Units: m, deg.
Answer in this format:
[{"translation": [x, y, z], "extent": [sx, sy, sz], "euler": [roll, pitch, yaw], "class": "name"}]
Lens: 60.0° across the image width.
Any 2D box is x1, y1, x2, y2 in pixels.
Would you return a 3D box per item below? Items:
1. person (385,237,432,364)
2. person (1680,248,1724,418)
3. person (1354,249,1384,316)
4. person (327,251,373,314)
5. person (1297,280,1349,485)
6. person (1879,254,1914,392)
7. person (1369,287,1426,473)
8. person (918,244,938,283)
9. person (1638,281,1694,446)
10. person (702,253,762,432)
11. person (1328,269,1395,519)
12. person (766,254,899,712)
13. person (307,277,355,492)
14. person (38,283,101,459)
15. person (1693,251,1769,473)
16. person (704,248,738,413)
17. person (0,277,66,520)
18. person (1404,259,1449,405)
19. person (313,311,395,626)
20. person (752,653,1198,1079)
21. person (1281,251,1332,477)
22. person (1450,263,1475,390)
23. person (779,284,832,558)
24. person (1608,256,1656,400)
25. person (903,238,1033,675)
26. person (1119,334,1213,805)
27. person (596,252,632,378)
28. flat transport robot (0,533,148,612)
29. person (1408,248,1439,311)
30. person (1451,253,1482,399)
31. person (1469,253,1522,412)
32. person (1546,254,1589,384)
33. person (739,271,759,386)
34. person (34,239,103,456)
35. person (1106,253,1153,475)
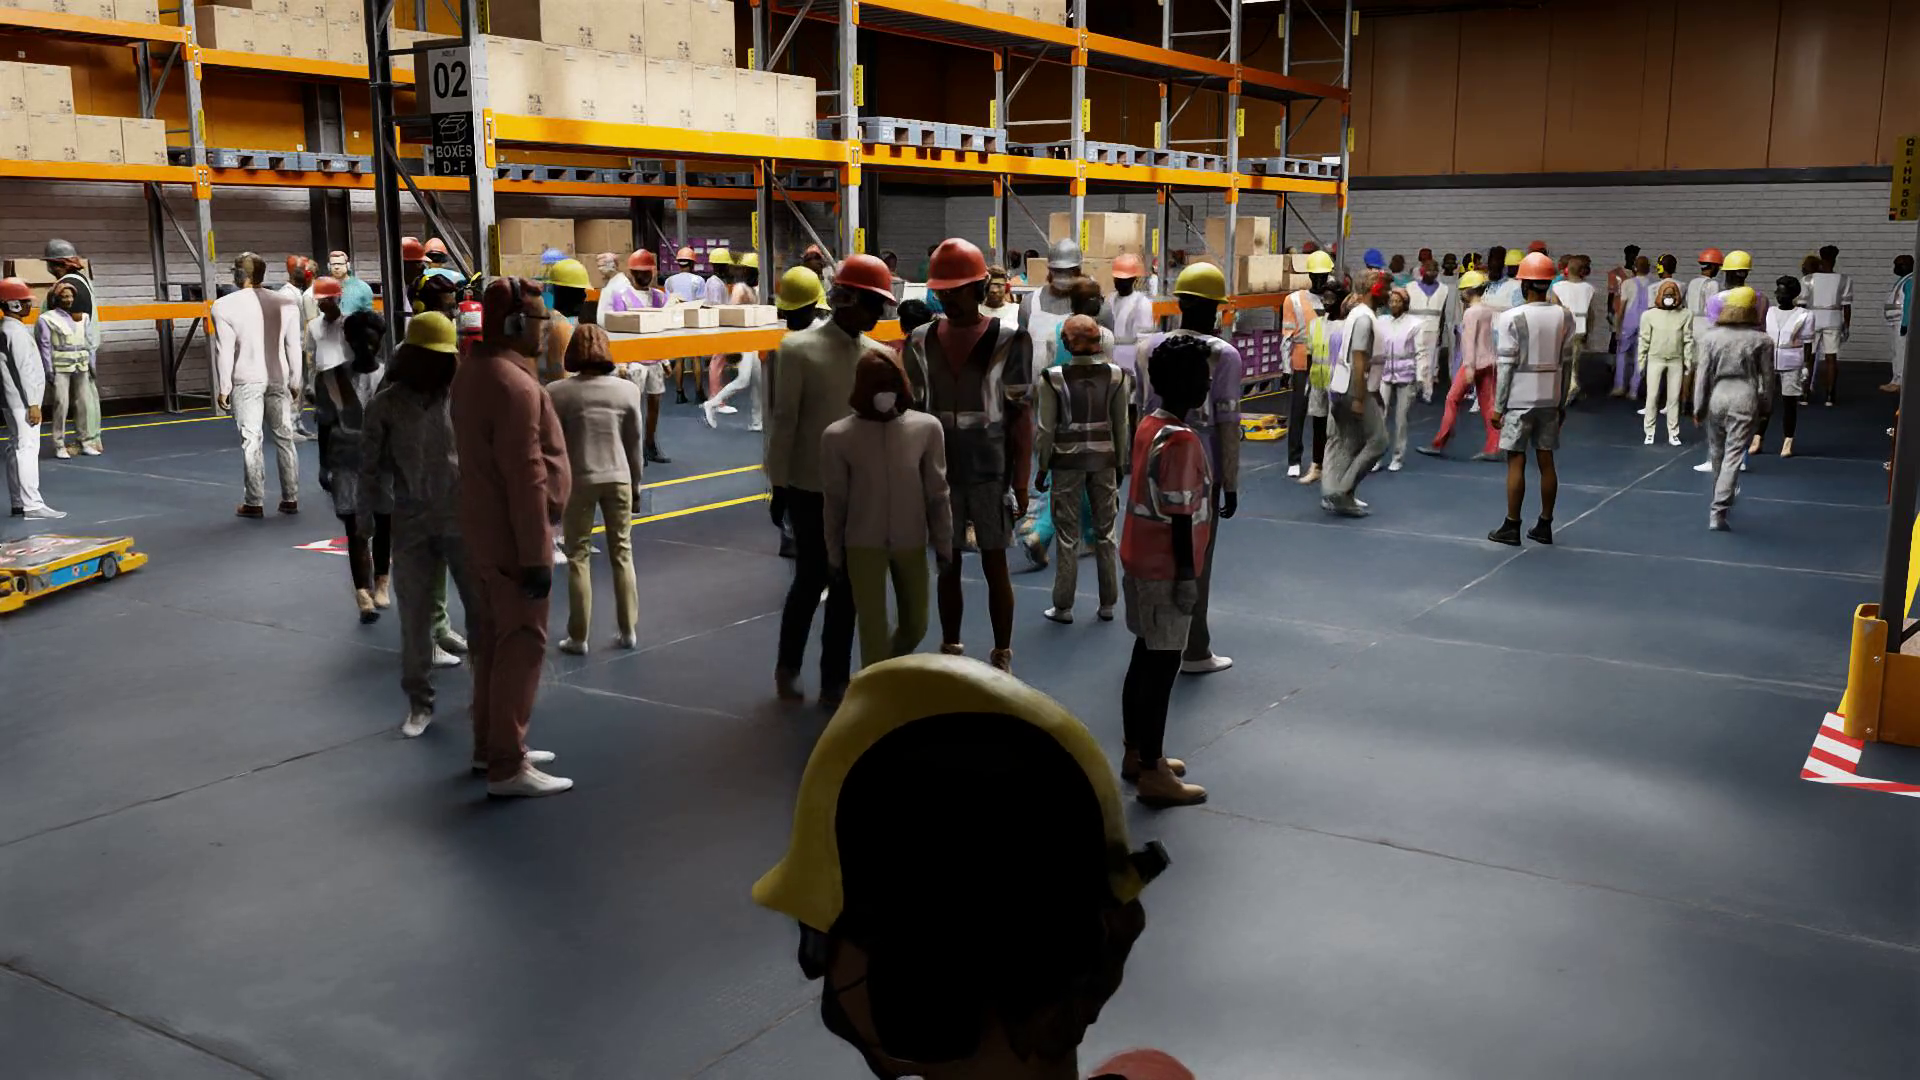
[{"translation": [-4.365, -1.377, 13.253], "extent": [0.393, 2.044, 0.609], "euler": [-2, 10, -11], "class": "person"}, {"translation": [8.491, -2.353, 18.994], "extent": [0.390, 1.927, 0.548], "euler": [-1, 10, -8], "class": "person"}, {"translation": [5.398, -2.908, 22.127], "extent": [0.397, 1.899, 0.674], "euler": [2, 10, 11], "class": "person"}, {"translation": [-6.469, -2.064, 17.441], "extent": [0.643, 1.909, 0.410], "euler": [-3, 11, -16], "class": "person"}, {"translation": [3.043, -1.267, 13.599], "extent": [0.321, 1.697, 0.535], "euler": [-10, 14, -43], "class": "person"}, {"translation": [12.619, -2.902, 22.304], "extent": [0.429, 1.833, 0.637], "euler": [3, 11, 16], "class": "person"}, {"translation": [3.729, -1.365, 14.367], "extent": [0.542, 1.602, 0.735], "euler": [5, 11, 26], "class": "person"}, {"translation": [-0.495, -4.704, 31.978], "extent": [0.636, 1.938, 0.363], "euler": [4, 11, 23], "class": "person"}, {"translation": [6.968, -1.742, 16.447], "extent": [0.507, 1.623, 0.296], "euler": [2, 10, 11], "class": "person"}, {"translation": [-2.306, -2.072, 17.550], "extent": [0.750, 1.882, 0.648], "euler": [2, 10, 11], "class": "person"}, {"translation": [2.919, -1.050, 12.077], "extent": [0.447, 1.814, 0.599], "euler": [2, 10, 10], "class": "person"}, {"translation": [-0.542, -0.229, 7.153], "extent": [0.662, 1.968, 0.439], "euler": [-9, 13, -40], "class": "person"}, {"translation": [-5.009, -1.270, 13.528], "extent": [0.585, 1.733, 0.574], "euler": [3, 11, 17], "class": "person"}, {"translation": [-8.298, -1.572, 15.485], "extent": [0.313, 1.632, 0.519], "euler": [5, 11, 26], "class": "person"}, {"translation": [6.692, -1.534, 14.446], "extent": [0.588, 1.927, 0.366], "euler": [-3, 11, -16], "class": "person"}, {"translation": [-2.812, -2.449, 19.512], "extent": [0.366, 1.926, 0.592], "euler": [-2, 10, -11], "class": "person"}, {"translation": [-6.816, -1.027, 12.104], "extent": [0.318, 1.756, 0.561], "euler": [-10, 14, -44], "class": "person"}, {"translation": [5.756, -2.605, 20.748], "extent": [0.581, 1.807, 0.861], "euler": [1, 10, 3], "class": "person"}, {"translation": [-3.128, -0.389, 8.834], "extent": [0.543, 1.642, 0.877], "euler": [-4, 11, -23], "class": "person"}, {"translation": [0.014, 0.945, 1.181], "extent": [0.340, 1.760, 0.527], "euler": [6, 12, 30], "class": "person"}, {"translation": [3.043, -1.496, 14.236], "extent": [0.593, 1.926, 0.366], "euler": [0, 10, -3], "class": "person"}, {"translation": [6.877, -2.911, 22.615], "extent": [0.336, 1.735, 0.487], "euler": [-3, 11, -17], "class": "person"}, {"translation": [-0.979, -0.760, 10.634], "extent": [0.339, 1.761, 0.524], "euler": [3, 11, 18], "class": "person"}, {"translation": [8.622, -2.712, 21.270], "extent": [0.542, 1.813, 0.736], "euler": [1, 10, 5], "class": "person"}, {"translation": [0.015, -0.294, 7.313], "extent": [0.612, 2.029, 0.407], "euler": [4, 11, 20], "class": "person"}, {"translation": [0.748, 0.103, 6.033], "extent": [0.320, 1.692, 0.536], "euler": [-1, 10, -7], "class": "person"}, {"translation": [-3.882, -2.272, 18.681], "extent": [0.394, 1.894, 0.668], "euler": [-6, 12, -28], "class": "person"}, {"translation": [-5.396, 0.171, 9.587], "extent": [0.652, 0.197, 1.431], "euler": [1, 10, 5], "class": "flat transport robot"}, {"translation": [7.784, -3.947, 27.943], "extent": [0.573, 1.883, 0.356], "euler": [8, 13, 39], "class": "person"}, {"translation": [6.480, -2.737, 21.304], "extent": [0.327, 1.863, 0.510], "euler": [2, 10, 10], "class": "person"}, {"translation": [6.387, -2.467, 19.867], "extent": [0.596, 1.899, 0.914], "euler": [5, 12, 28], "class": "person"}, {"translation": [8.127, -2.911, 22.342], "extent": [0.561, 1.835, 0.392], "euler": [2, 11, 13], "class": "person"}, {"translation": [-2.882, -3.001, 23.093], "extent": [0.350, 1.743, 0.564], "euler": [-1, 10, -7], "class": "person"}, {"translation": [-8.430, -1.820, 15.713], "extent": [0.536, 2.000, 0.688], "euler": [-3, 11, -16], "class": "person"}, {"translation": [1.357, -1.477, 14.178], "extent": [0.652, 1.906, 0.581], "euler": [-7, 13, -35], "class": "person"}]
